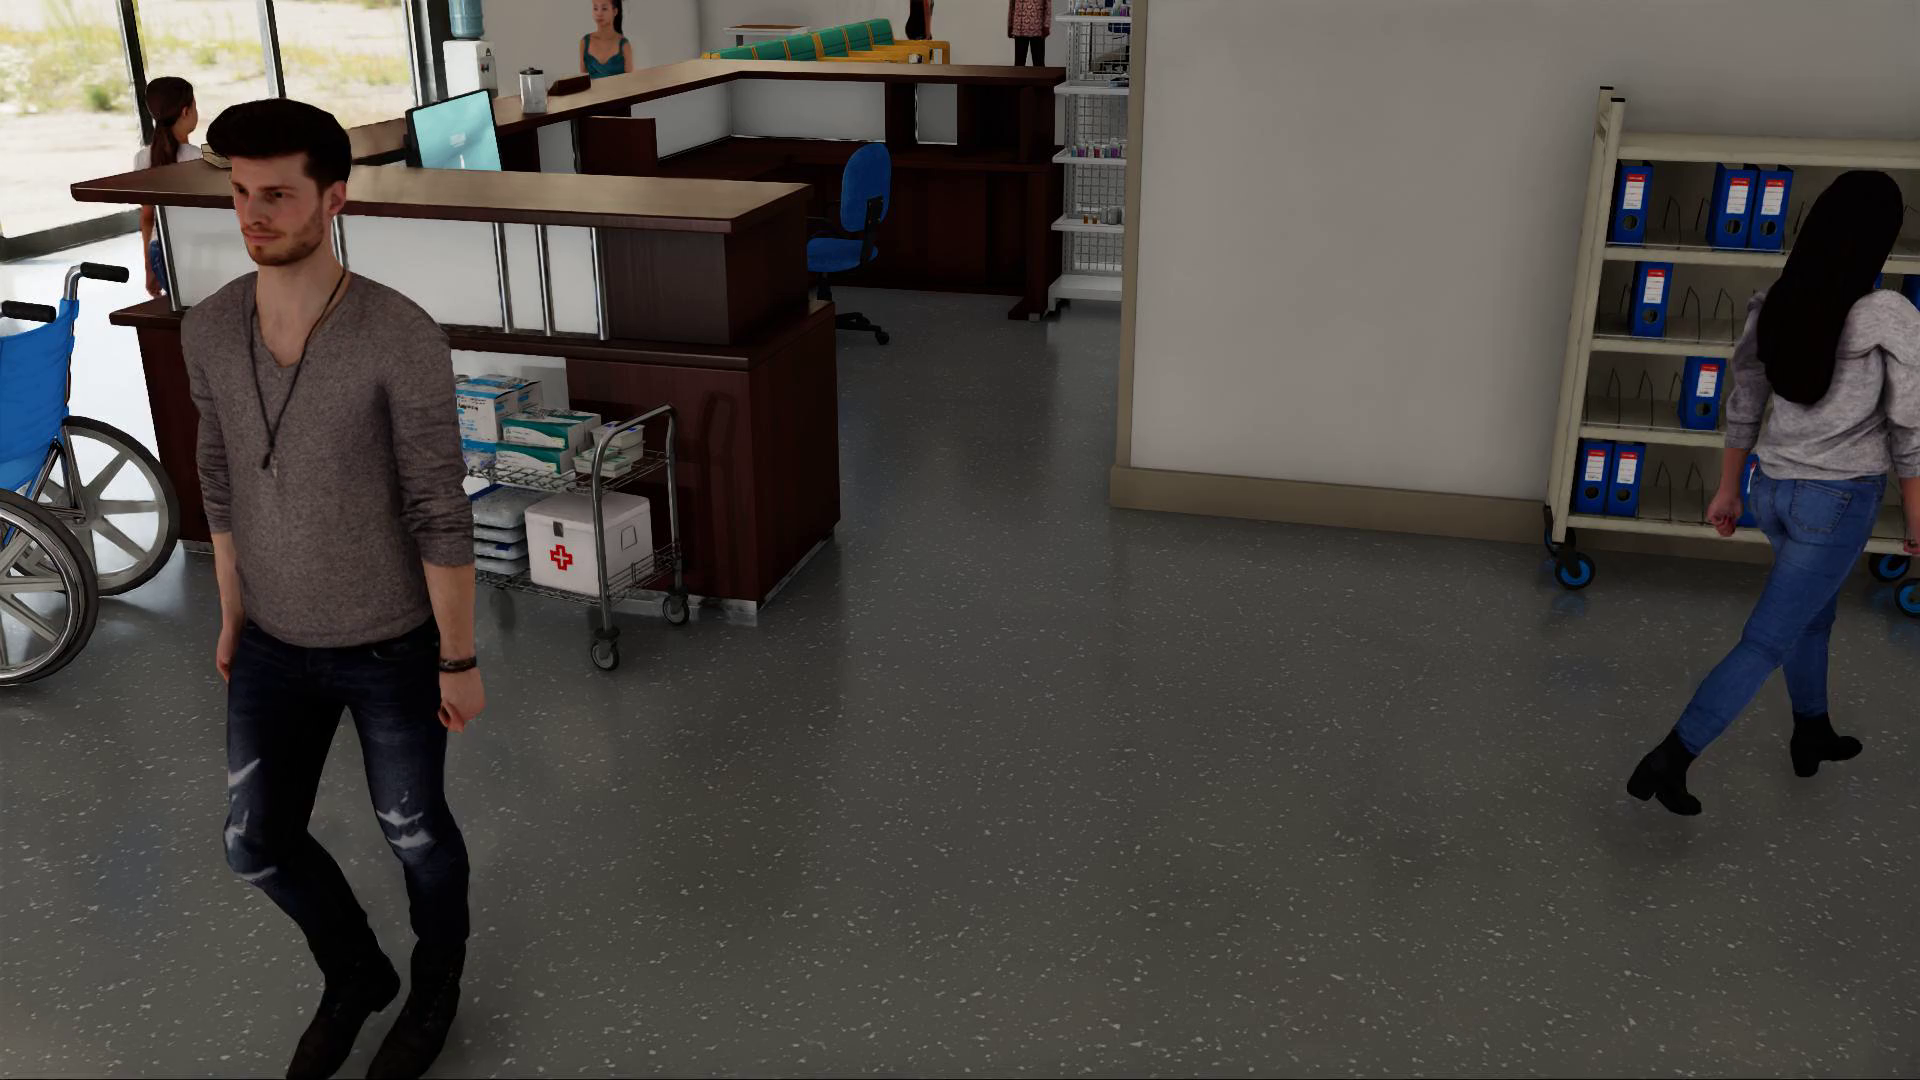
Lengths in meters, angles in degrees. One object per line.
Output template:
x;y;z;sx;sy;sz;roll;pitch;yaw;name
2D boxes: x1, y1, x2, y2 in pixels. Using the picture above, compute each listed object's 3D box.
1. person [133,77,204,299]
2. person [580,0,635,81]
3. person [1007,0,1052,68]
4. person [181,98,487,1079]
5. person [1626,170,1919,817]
-3.256;-1.110;6.930;0.905;1.529;0.640;6;22;15;person
-2.368;-2.894;11.447;0.616;1.665;0.664;4;21;10;person
0.815;-6.001;19.449;0.567;1.808;0.781;9;22;22;person
-1.105;0.137;3.125;0.581;1.892;0.796;4;21;11;person
1.993;-0.045;4.030;1.160;1.590;1.025;-8;22;-20;person
